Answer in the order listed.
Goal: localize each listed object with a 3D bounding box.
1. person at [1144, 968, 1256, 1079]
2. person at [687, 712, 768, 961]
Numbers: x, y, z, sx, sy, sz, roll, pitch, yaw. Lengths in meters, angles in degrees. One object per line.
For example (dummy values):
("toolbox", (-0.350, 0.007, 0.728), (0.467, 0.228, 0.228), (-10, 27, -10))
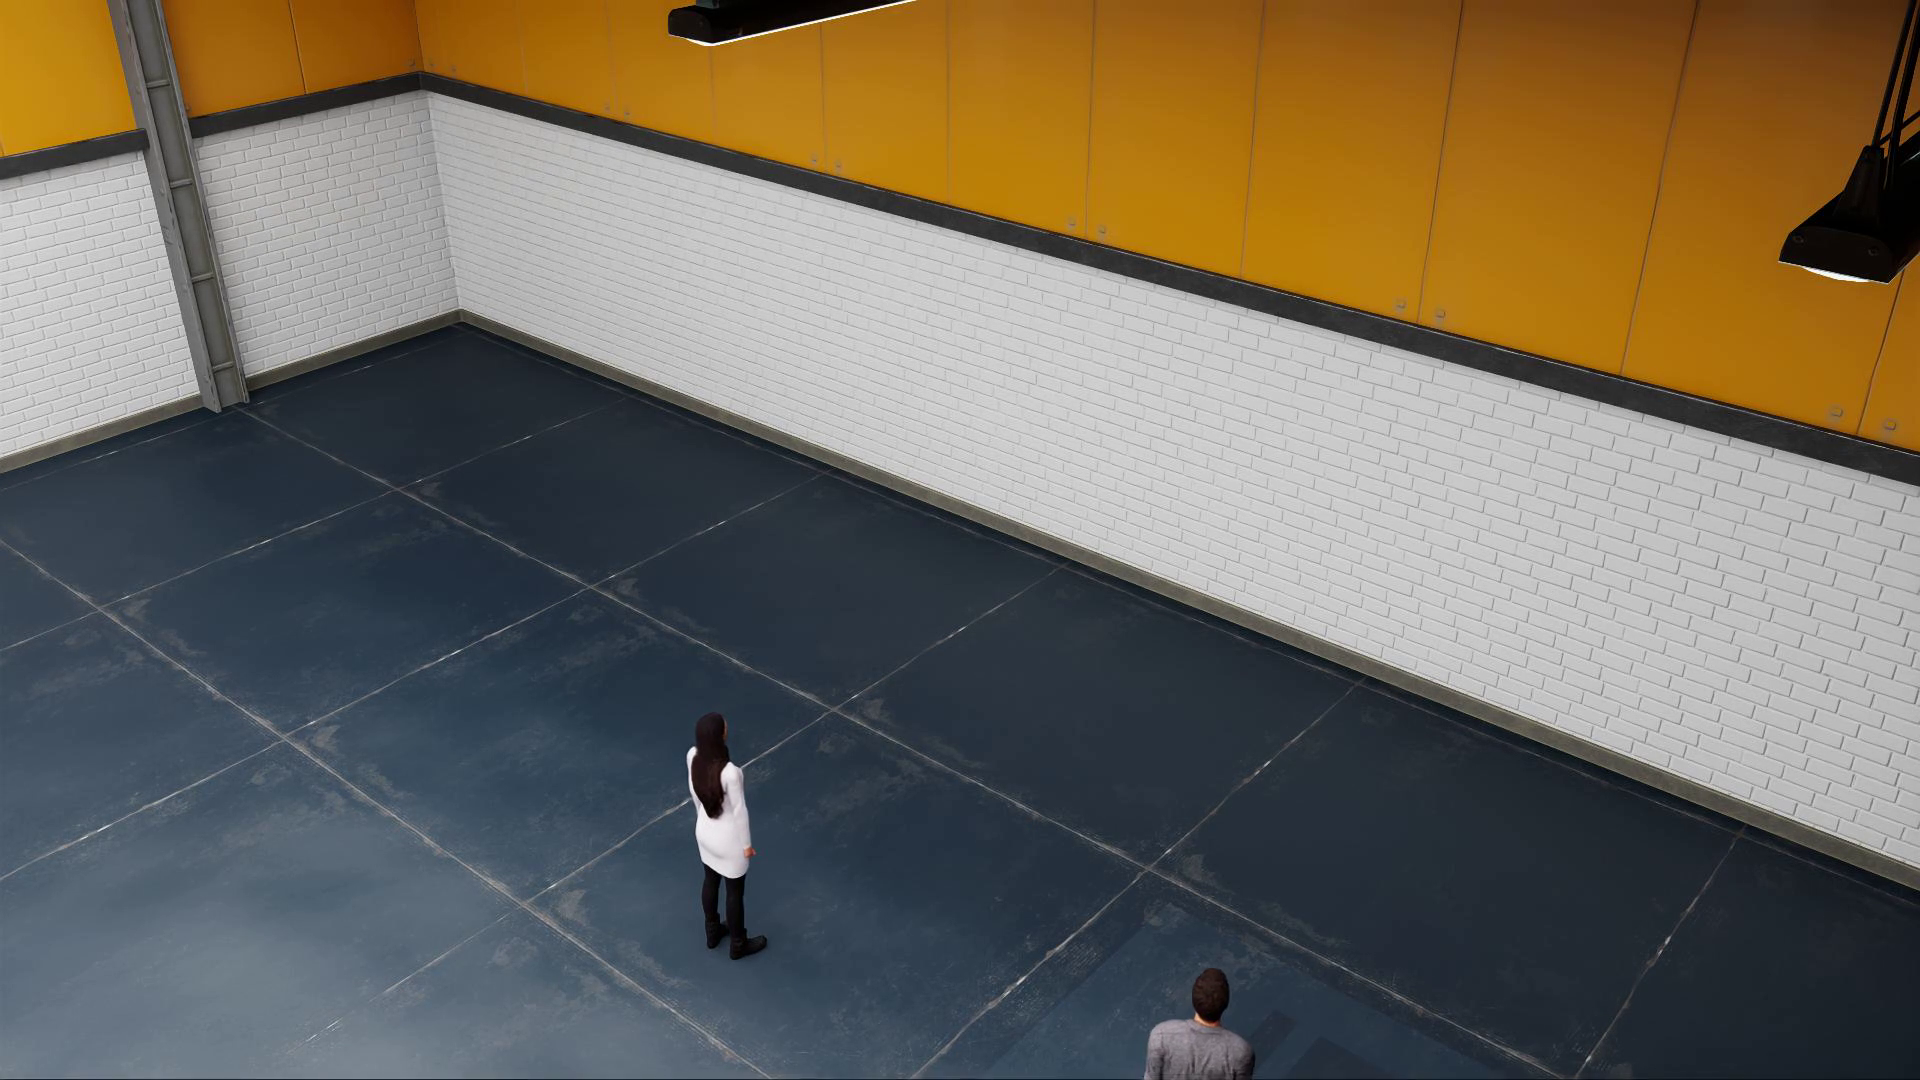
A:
("person", (1.137, 2.942, 8.282), (1.080, 1.846, 1.251), (4, 29, 7))
("person", (-1.496, 1.838, 10.347), (0.602, 1.806, 0.517), (21, 35, 34))
